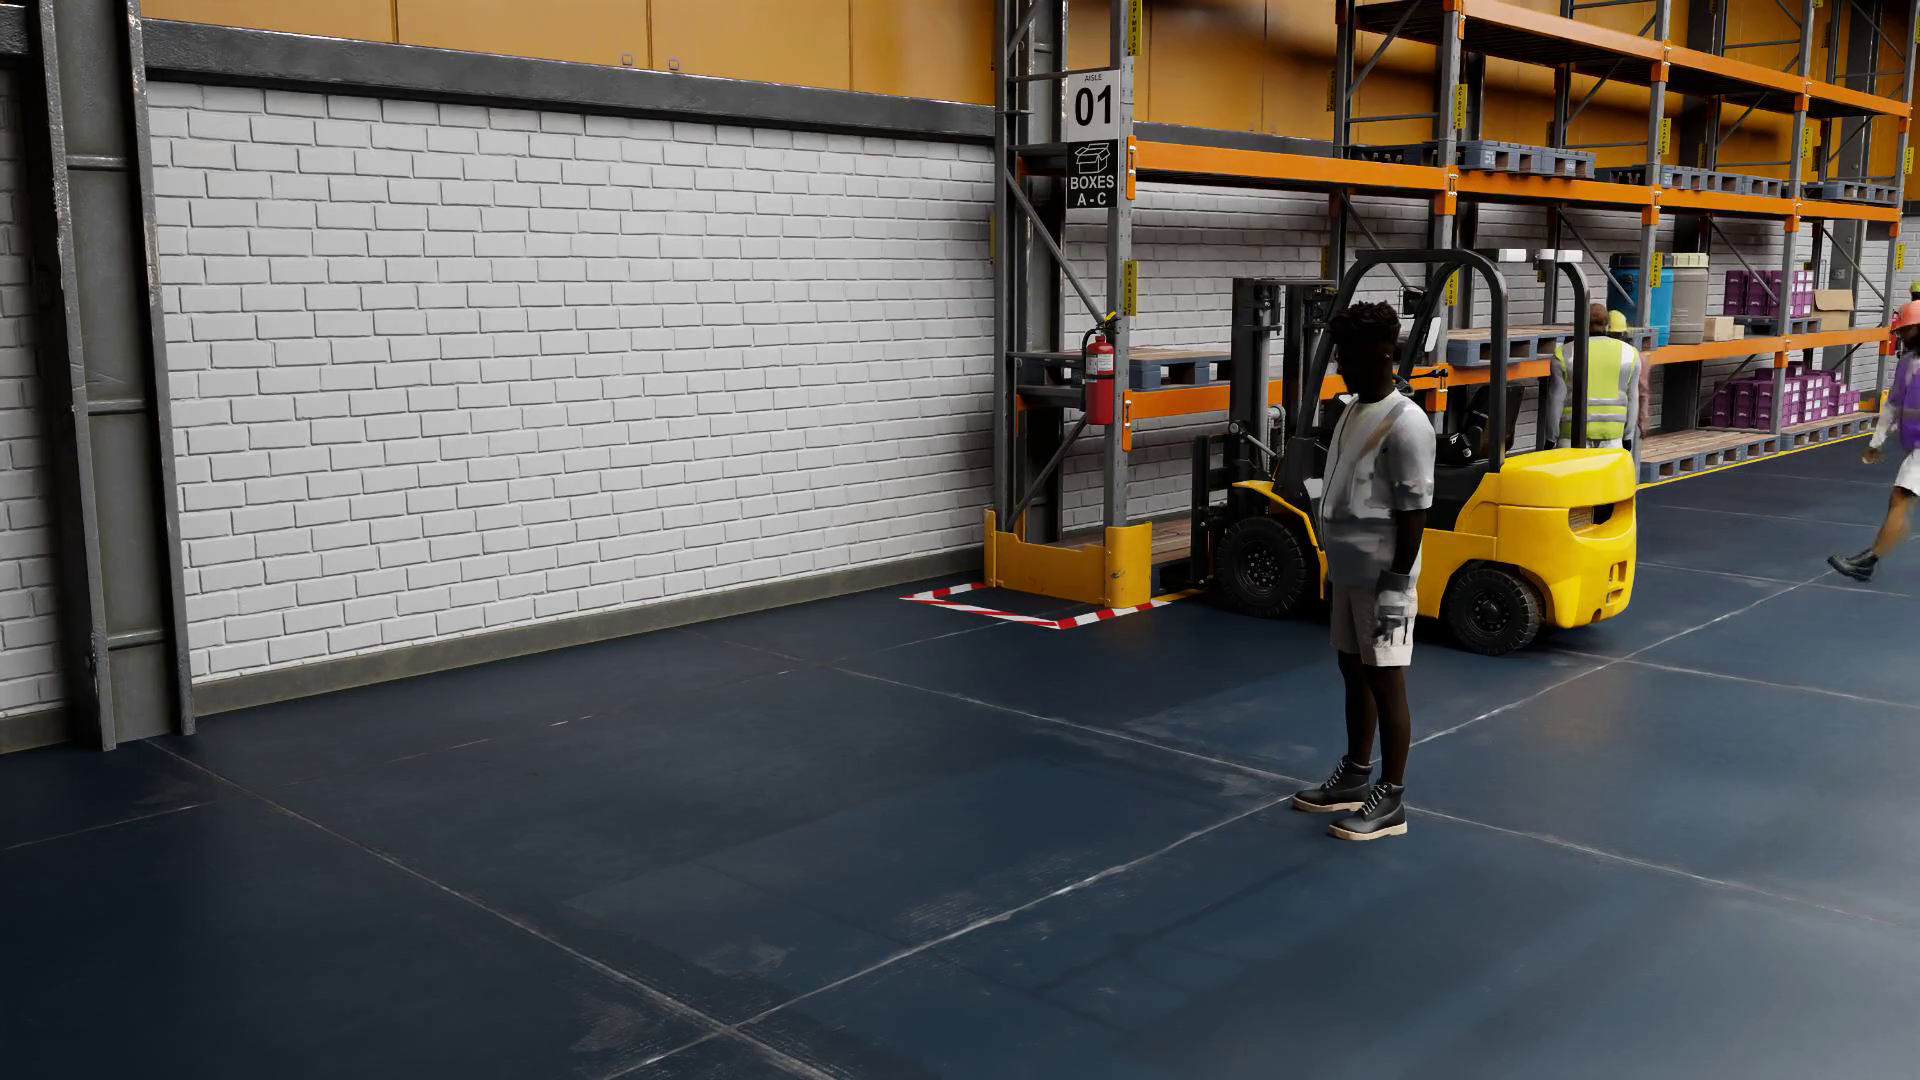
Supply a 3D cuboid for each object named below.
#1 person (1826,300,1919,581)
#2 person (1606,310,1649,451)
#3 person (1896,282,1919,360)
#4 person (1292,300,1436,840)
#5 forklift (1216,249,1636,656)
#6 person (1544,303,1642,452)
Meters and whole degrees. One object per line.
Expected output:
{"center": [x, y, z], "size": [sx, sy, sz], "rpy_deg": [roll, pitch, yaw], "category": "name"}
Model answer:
{"center": [6.347, -0.638, 10.995], "size": [1.070, 1.871, 0.545], "rpy_deg": [0, 9, 1], "category": "person"}
{"center": [5.140, -0.938, 13.165], "size": [0.537, 1.750, 0.387], "rpy_deg": [5, 11, 28], "category": "person"}
{"center": [14.478, -2.964, 25.197], "size": [0.597, 1.881, 0.955], "rpy_deg": [4, 10, 23], "category": "person"}
{"center": [1.486, 0.109, 6.090], "size": [0.379, 1.959, 0.602], "rpy_deg": [-2, 9, -10], "category": "person"}
{"center": [2.710, -0.584, 9.626], "size": [2.313, 2.155, 1.214], "rpy_deg": [9, 13, 43], "category": "forklift"}
{"center": [4.382, -0.725, 11.588], "size": [0.622, 1.838, 0.429], "rpy_deg": [1, 9, 5], "category": "person"}
